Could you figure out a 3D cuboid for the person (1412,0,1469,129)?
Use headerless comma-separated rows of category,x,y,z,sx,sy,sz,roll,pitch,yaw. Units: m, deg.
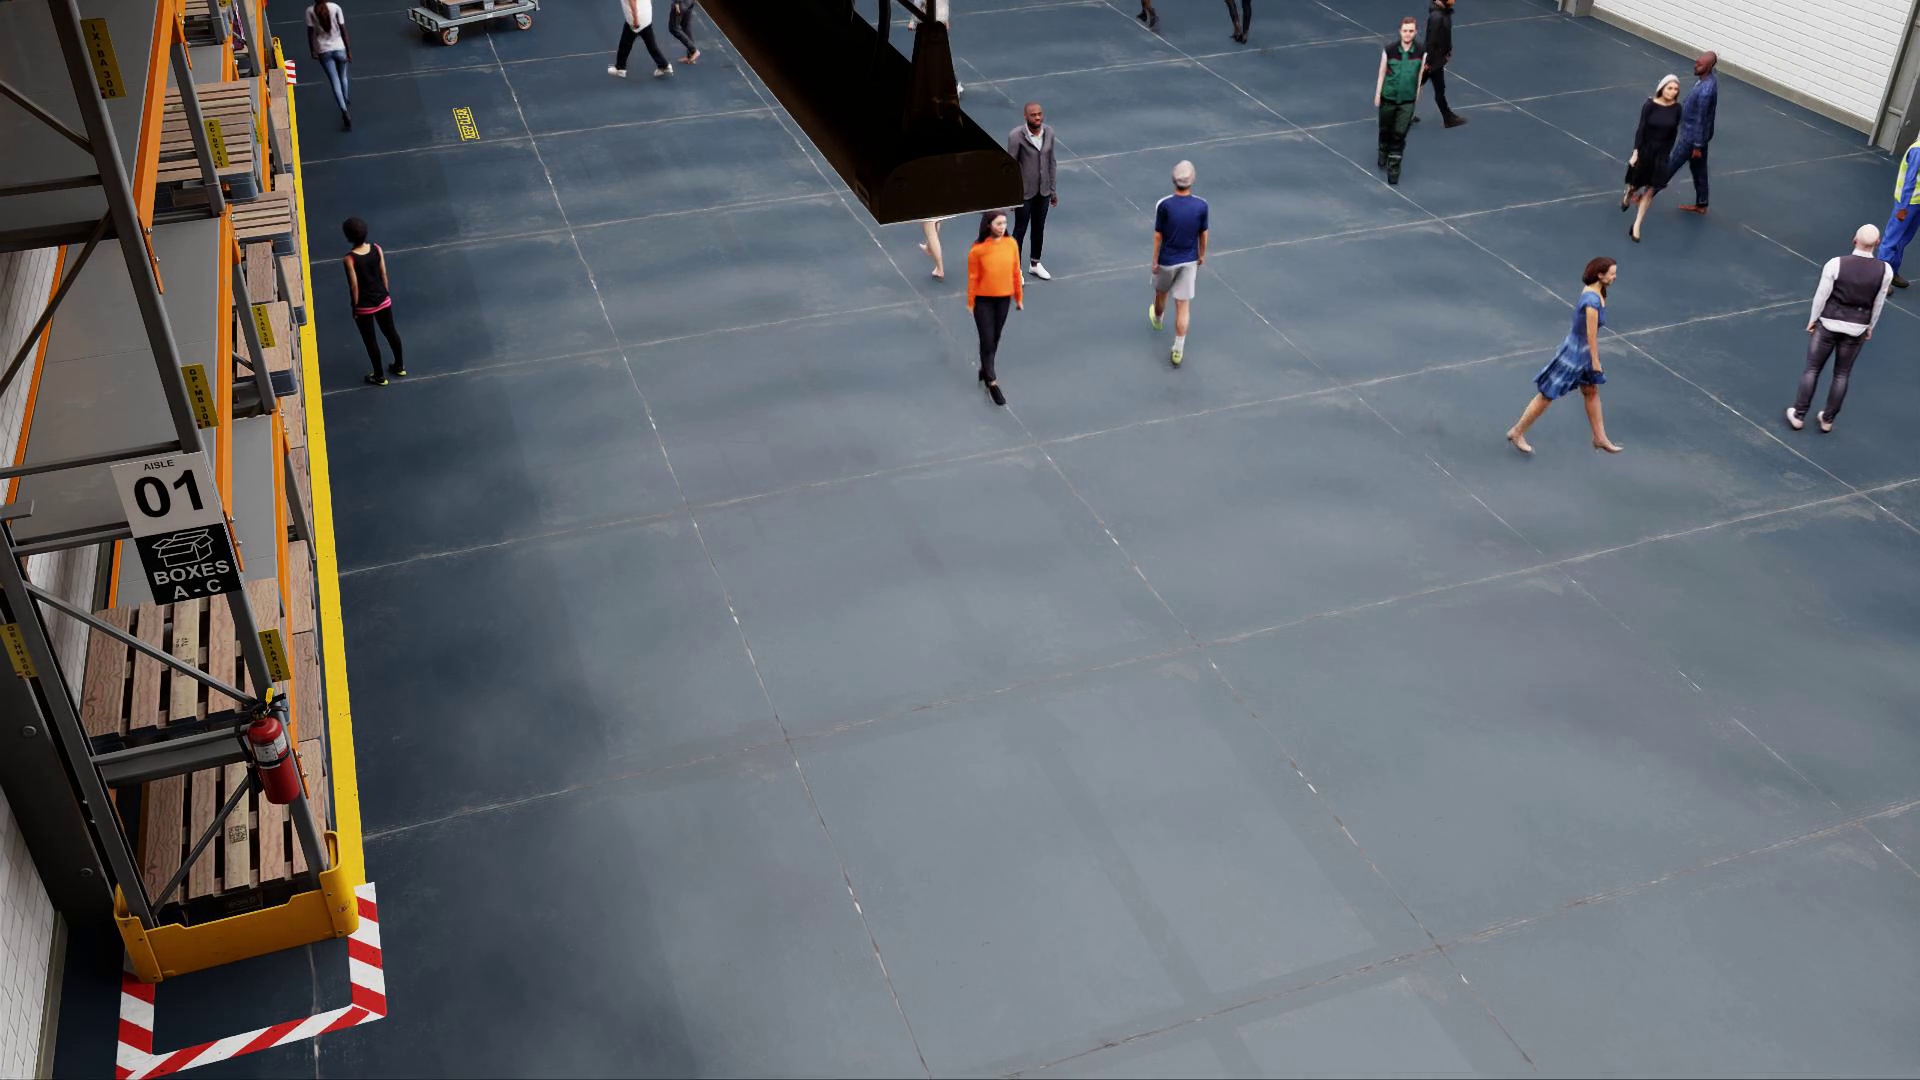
person,5.645,-5.852,20.113,1.124,1.730,1.107,12,35,17

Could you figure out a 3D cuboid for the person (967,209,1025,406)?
person,0.243,-2.099,14.465,0.712,1.732,0.917,-16,37,-23

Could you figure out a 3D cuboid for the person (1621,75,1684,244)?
person,7.176,-4.011,17.339,0.818,1.735,0.965,3,34,5

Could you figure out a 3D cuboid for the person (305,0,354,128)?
person,-7.607,-5.859,20.172,0.687,1.676,1.132,-15,37,-22

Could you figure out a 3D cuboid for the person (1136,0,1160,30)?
person,2.705,-7.958,23.703,0.597,1.263,0.913,-18,38,-25

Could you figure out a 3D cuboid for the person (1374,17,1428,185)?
person,4.936,-5.002,18.772,1.040,1.799,1.253,7,34,10

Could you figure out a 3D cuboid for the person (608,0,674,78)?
person,-4.142,-6.813,21.632,1.109,1.649,1.137,8,35,12

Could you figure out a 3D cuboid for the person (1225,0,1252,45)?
person,3.970,-7.707,22.899,0.697,1.735,0.675,-18,38,-25

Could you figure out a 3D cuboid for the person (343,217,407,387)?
person,-5.193,-2.119,14.657,0.656,1.553,0.621,22,39,29

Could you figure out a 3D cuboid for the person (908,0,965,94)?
person,-0.272,-6.529,21.054,1.308,1.816,1.152,21,39,28

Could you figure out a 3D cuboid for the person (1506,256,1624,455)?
person,4.890,-1.435,13.446,1.166,1.754,1.155,12,35,17

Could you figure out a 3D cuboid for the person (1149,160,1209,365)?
person,1.967,-2.454,14.950,0.902,1.786,1.218,-1,34,-2

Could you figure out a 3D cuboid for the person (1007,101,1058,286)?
person,0.694,-3.438,16.401,0.740,1.818,0.627,-16,37,-22

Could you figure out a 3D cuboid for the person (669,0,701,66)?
person,-3.622,-7.194,22.155,0.877,1.704,0.811,8,34,12

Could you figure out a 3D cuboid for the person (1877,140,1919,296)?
person,9.301,-3.320,16.228,0.707,1.813,0.656,-19,38,-26

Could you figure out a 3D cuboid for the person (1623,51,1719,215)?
person,7.929,-4.303,17.747,1.200,1.769,1.148,15,36,21

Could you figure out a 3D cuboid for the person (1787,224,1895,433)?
person,7.349,-1.761,13.875,0.775,1.823,0.808,10,35,15
